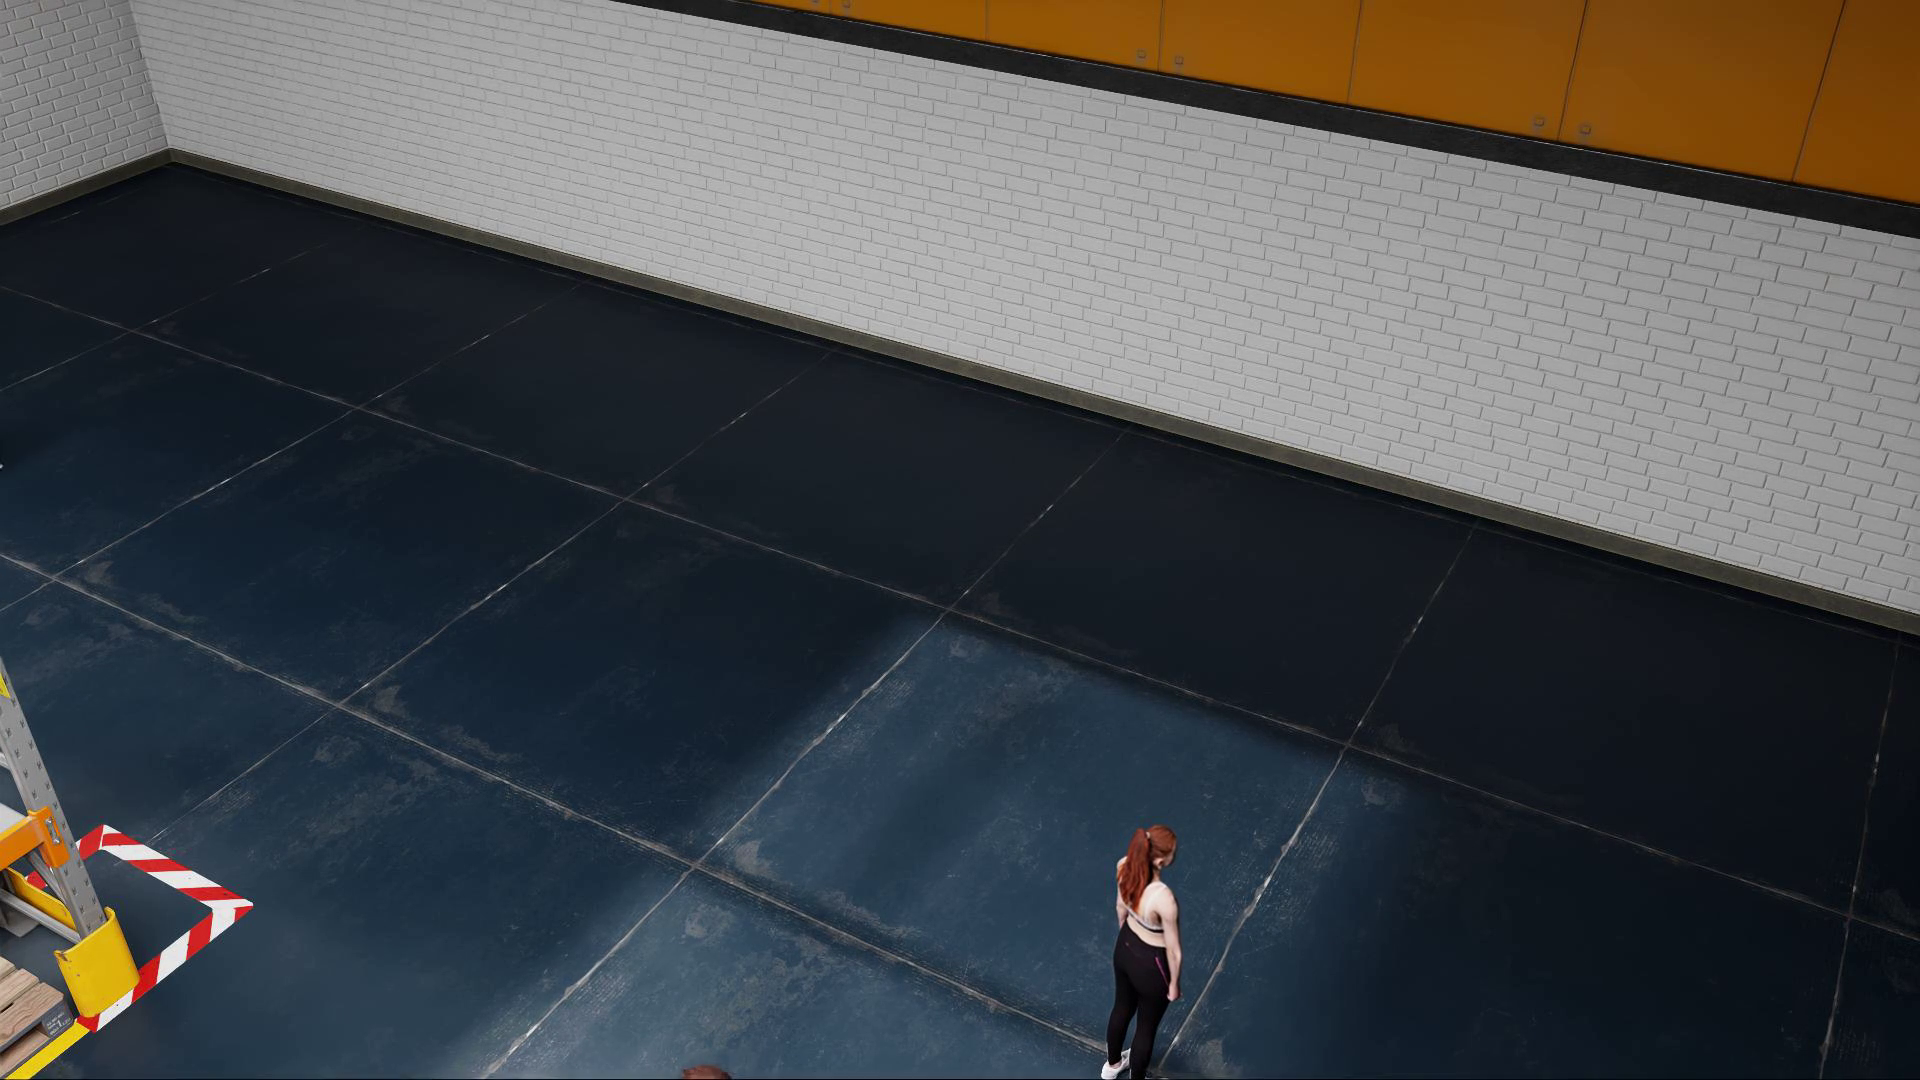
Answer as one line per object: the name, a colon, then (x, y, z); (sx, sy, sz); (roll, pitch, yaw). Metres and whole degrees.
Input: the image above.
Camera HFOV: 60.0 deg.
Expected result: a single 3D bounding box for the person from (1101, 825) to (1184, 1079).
person: (0.890, 2.063, 8.134); (0.659, 1.742, 0.660); (-19, 38, -26)
